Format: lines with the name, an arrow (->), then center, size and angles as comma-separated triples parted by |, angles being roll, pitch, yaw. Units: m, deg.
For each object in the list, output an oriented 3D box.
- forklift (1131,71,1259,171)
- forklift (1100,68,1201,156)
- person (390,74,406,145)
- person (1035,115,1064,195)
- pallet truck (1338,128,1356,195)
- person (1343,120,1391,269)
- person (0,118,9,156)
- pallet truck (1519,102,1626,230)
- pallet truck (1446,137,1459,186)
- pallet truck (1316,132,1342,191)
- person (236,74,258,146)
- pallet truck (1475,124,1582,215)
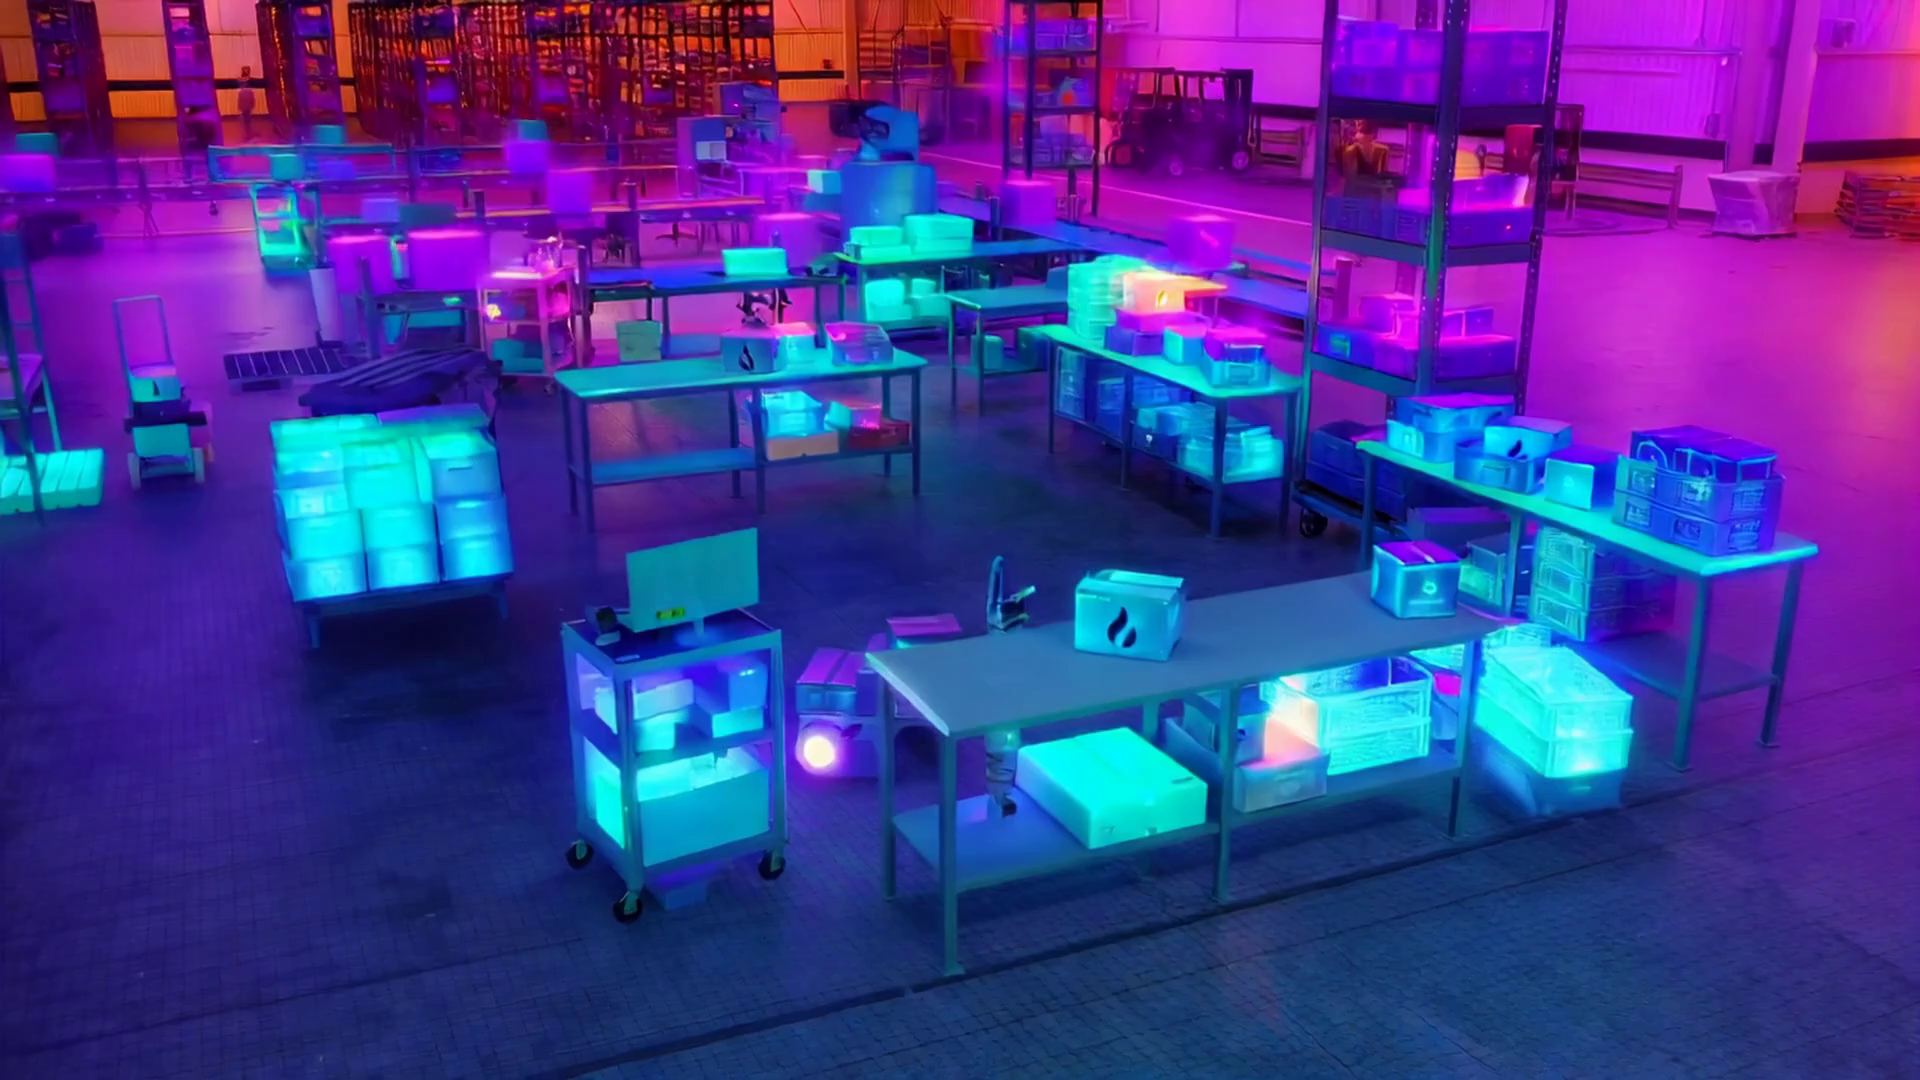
forklift -> 4.998, -8.936, 35.413 | 2.680, 1.987, 1.157 | -9, 20, -25
forklift -> 4.082, -9.564, 37.410 | 2.680, 1.987, 1.157 | -8, 19, -23
person -> -14.642, -11.336, 43.777 | 0.851, 1.809, 0.591 | -6, 19, -18
person -> 1.612, -7.004, 30.007 | 0.422, 1.889, 0.668 | 10, 20, 29
pallet truck -> 7.845, -7.140, 31.411 | 1.522, 1.261, 0.704 | -9, 20, -25
person -> 5.487, -4.684, 22.475 | 0.638, 2.025, 0.454 | 3, 18, 9
person -> -23.021, -10.066, 39.626 | 0.455, 1.907, 0.691 | -1, 18, -4
pallet truck -> 9.972, -6.037, 26.785 | 1.885, 1.965, 0.823 | -9, 20, -25
pallet truck -> 9.184, -6.485, 29.328 | 1.630, 1.274, 0.653 | -8, 19, -23
pallet truck -> 7.723, -7.504, 32.656 | 1.601, 1.201, 0.680 | -8, 19, -23
person -> -18.570, -11.190, 43.302 | 0.427, 1.818, 0.622 | -9, 20, -26
pallet truck -> 9.707, -6.455, 28.103 | 1.885, 1.965, 0.823 | -7, 19, -20
